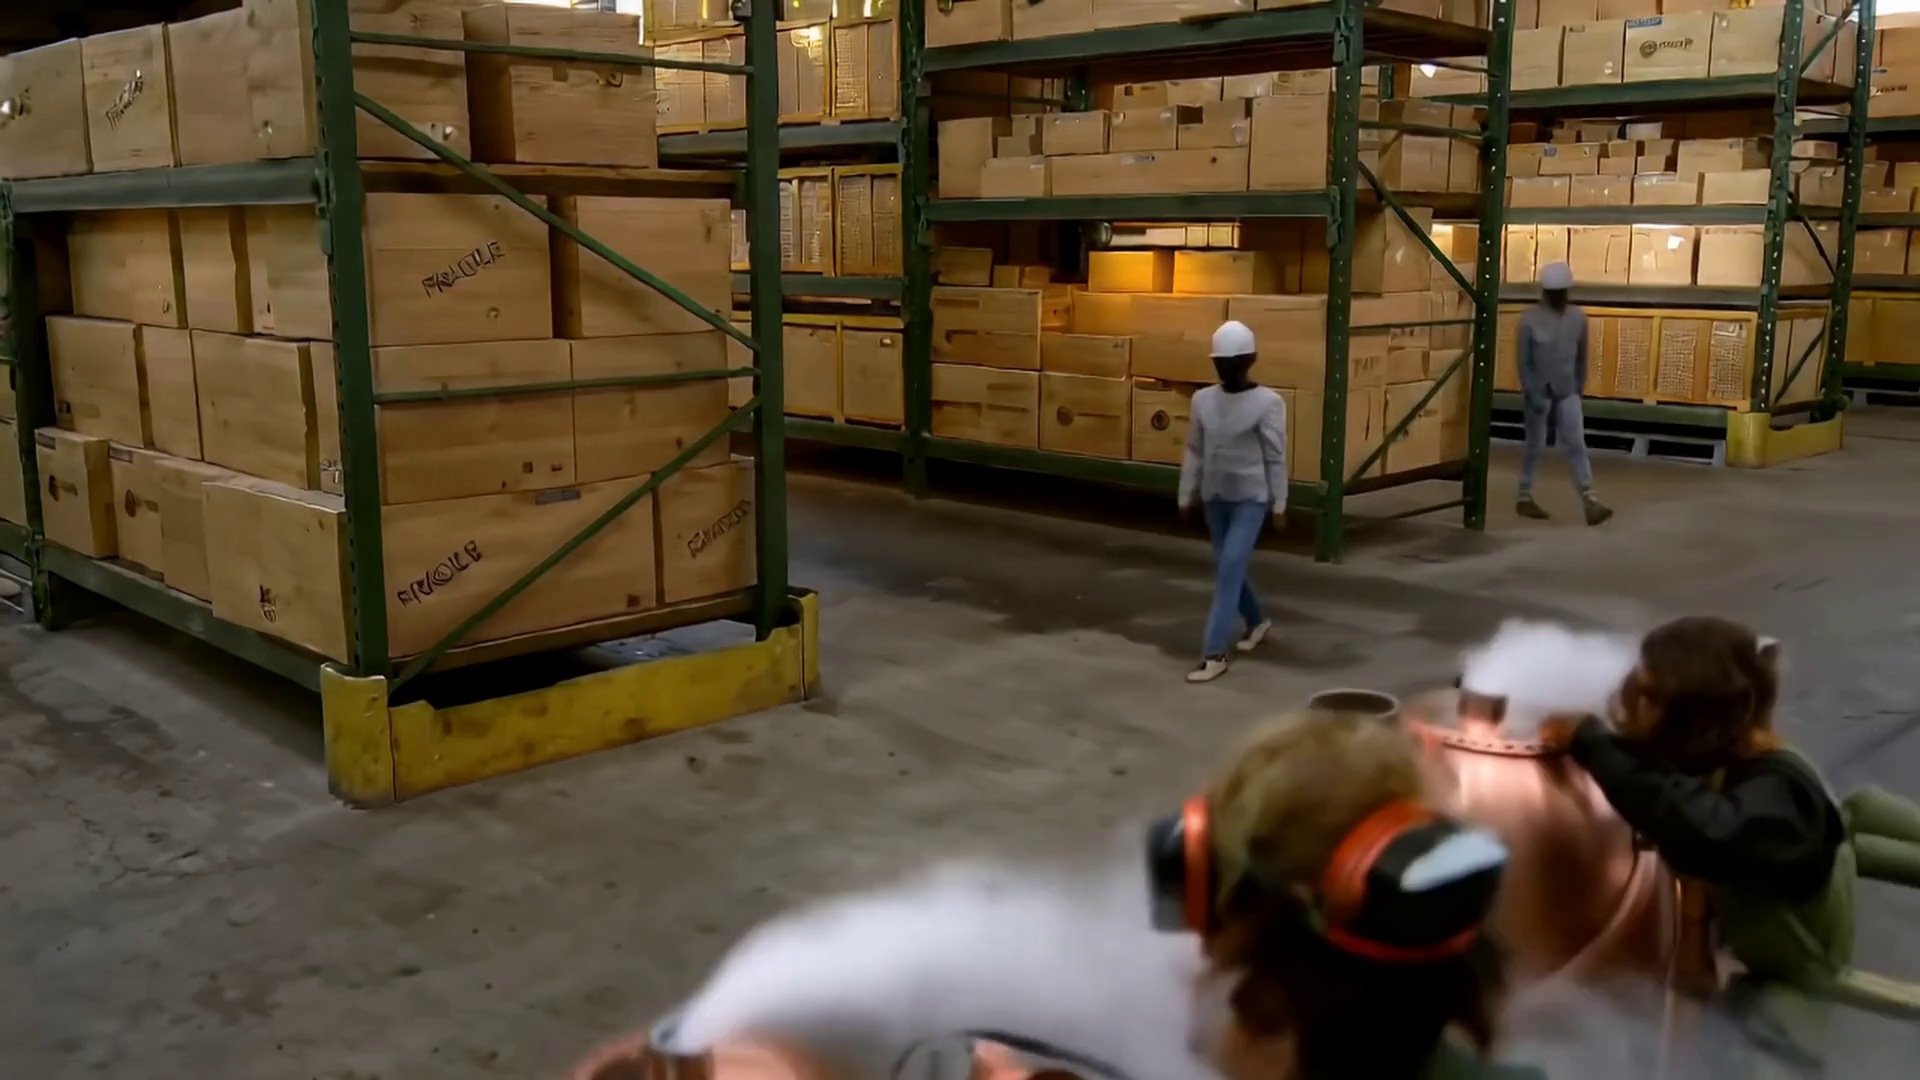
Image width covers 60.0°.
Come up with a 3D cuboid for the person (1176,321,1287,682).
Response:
[{"bbox_3d":[1.371,-0.225,8.236,0.541,1.725,0.902,9,14,40],"label":"person"}]

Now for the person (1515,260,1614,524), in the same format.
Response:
[{"bbox_3d":[4.432,-1.067,12.226,0.633,1.936,0.996,-2,11,-12],"label":"person"}]
